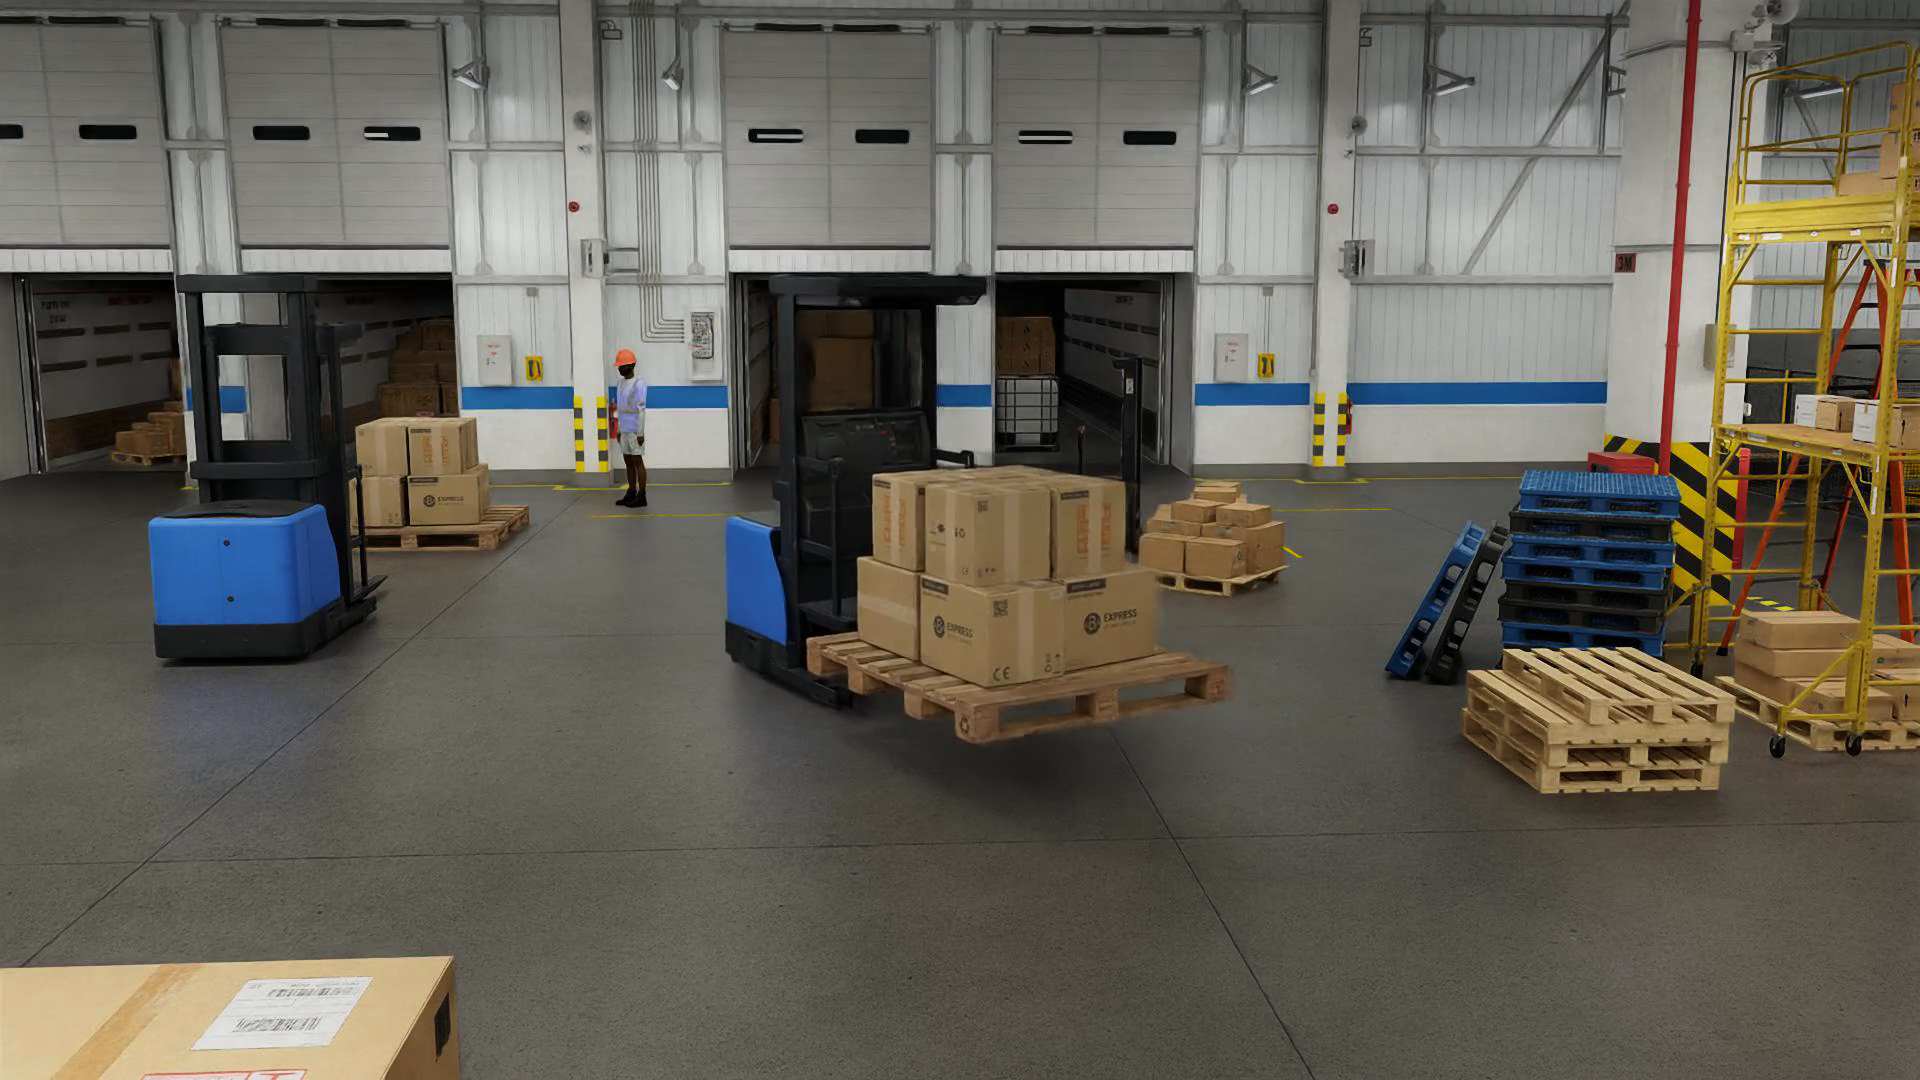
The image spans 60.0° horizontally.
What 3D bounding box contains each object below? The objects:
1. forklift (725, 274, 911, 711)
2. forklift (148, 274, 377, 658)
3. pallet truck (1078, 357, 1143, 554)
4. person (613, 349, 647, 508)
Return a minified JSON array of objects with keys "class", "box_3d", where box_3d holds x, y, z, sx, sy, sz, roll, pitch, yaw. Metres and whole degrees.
[{"class":"forklift","box_3d":[-0.816,-0.435,11.480,1.129,2.768,1.873,-6,11,-31]},{"class":"forklift","box_3d":[-5.348,-0.627,12.681,1.129,2.768,1.873,-1,9,-4]},{"class":"pallet truck","box_3d":[2.088,-0.836,16.757,1.885,1.965,0.823,2,9,13]},{"class":"person","box_3d":[-4.026,-1.356,20.254,0.384,1.929,0.543,-8,12,-41]}]
